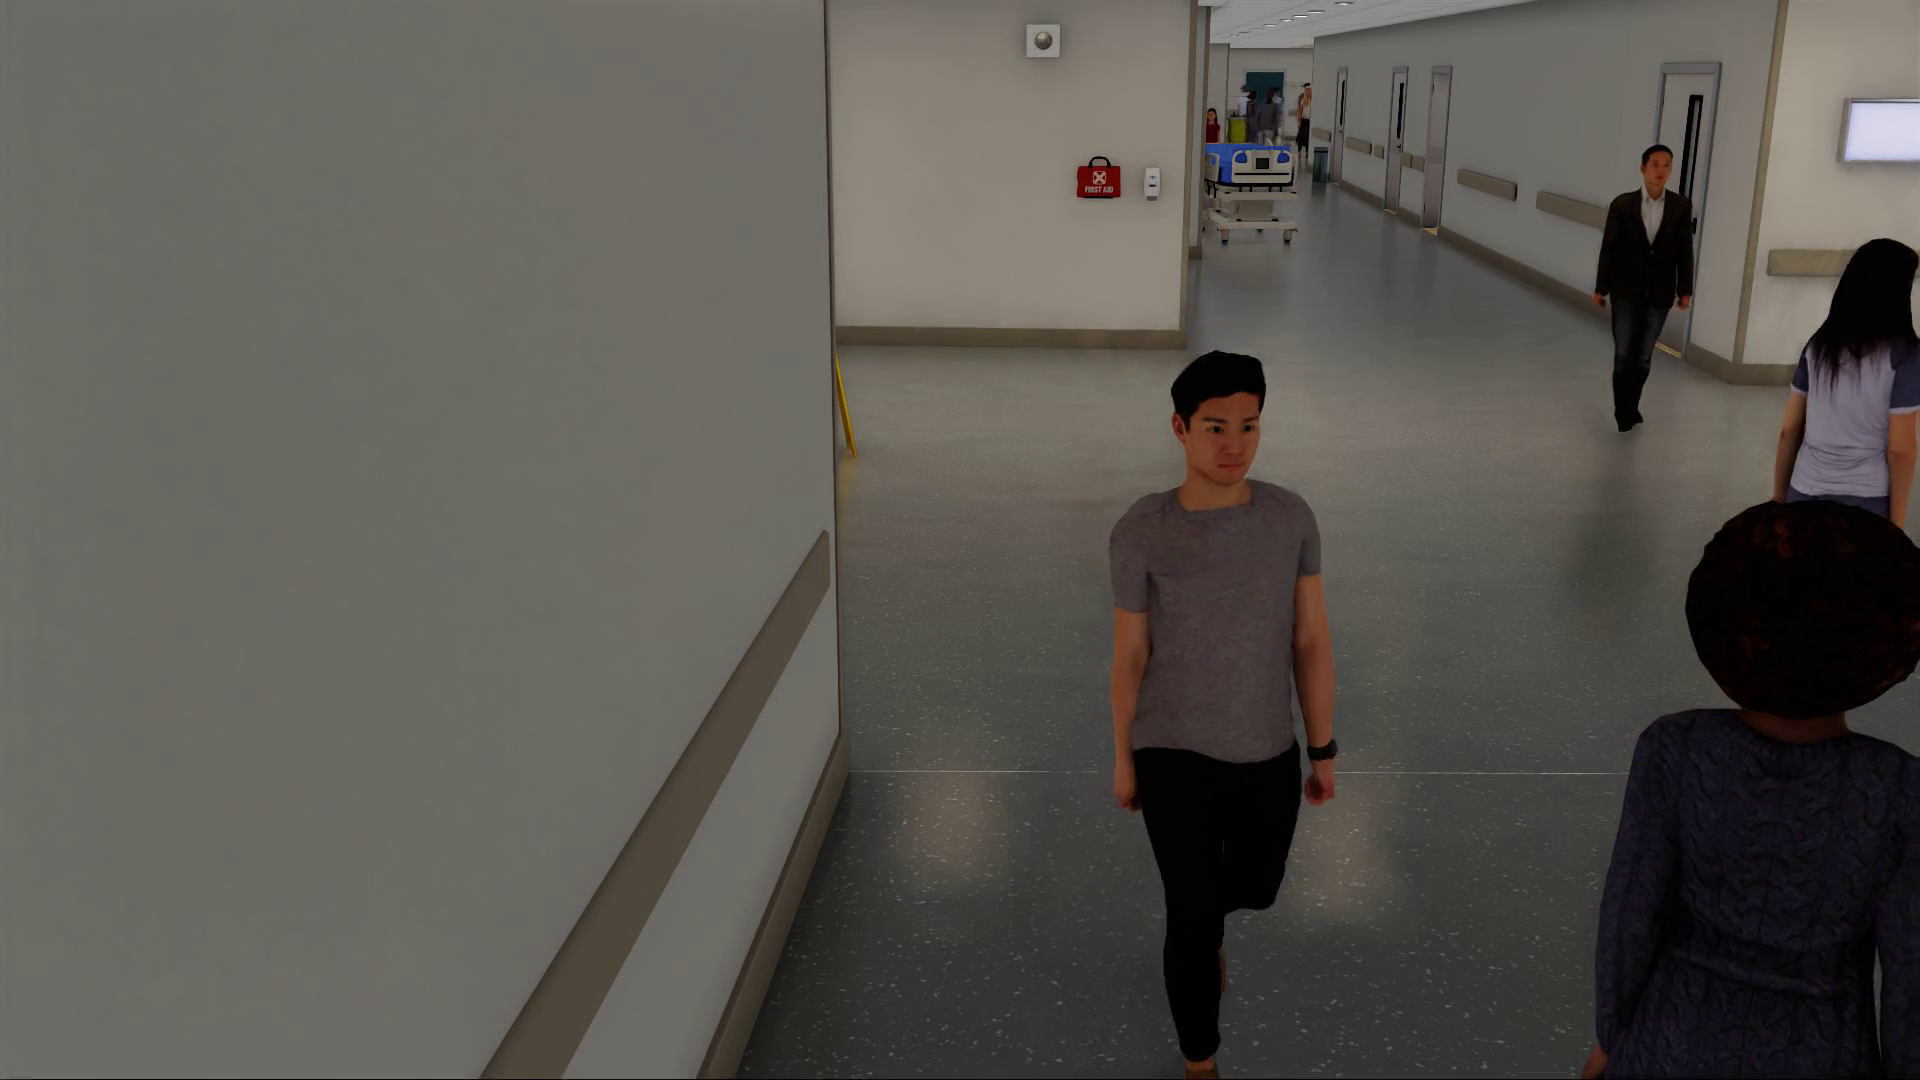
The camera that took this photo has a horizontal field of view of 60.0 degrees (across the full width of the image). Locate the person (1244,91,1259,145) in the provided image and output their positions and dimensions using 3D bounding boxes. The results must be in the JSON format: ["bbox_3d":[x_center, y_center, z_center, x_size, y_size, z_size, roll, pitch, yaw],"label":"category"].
[{"bbox_3d":[8.120,-11.749,46.809,0.822,1.692,0.760,-9,18,-28],"label":"person"}]

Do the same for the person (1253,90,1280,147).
[{"bbox_3d":[7.072,-9.416,38.311,1.192,1.812,1.073,9,18,30],"label":"person"}]

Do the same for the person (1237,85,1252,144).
[{"bbox_3d":[8.886,-13.254,51.943,0.597,1.803,0.784,4,16,14],"label":"person"}]

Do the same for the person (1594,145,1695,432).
[{"bbox_3d":[4.361,-1.595,10.651,0.975,1.769,0.820,3,16,10],"label":"person"}]

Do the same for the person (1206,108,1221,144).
[{"bbox_3d":[4.886,-7.633,32.452,0.572,1.553,0.635,3,16,12],"label":"person"}]

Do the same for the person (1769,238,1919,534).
[{"bbox_3d":[2.858,-0.102,5.440,0.846,1.722,0.794,-11,19,-34],"label":"person"}]

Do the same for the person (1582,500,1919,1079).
[{"bbox_3d":[1.097,0.782,2.332,0.605,1.709,0.726,10,19,32],"label":"person"}]

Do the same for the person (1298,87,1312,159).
[{"bbox_3d":[9.239,-11.131,44.372,0.558,1.826,0.720,-3,16,-10],"label":"person"}]

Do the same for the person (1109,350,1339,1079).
[{"bbox_3d":[0.555,0.423,3.642,1.037,1.688,0.823,-3,16,-9],"label":"person"}]

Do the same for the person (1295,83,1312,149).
[{"bbox_3d":[10.381,-12.845,50.321,0.890,1.896,0.959,-9,18,-30],"label":"person"}]
